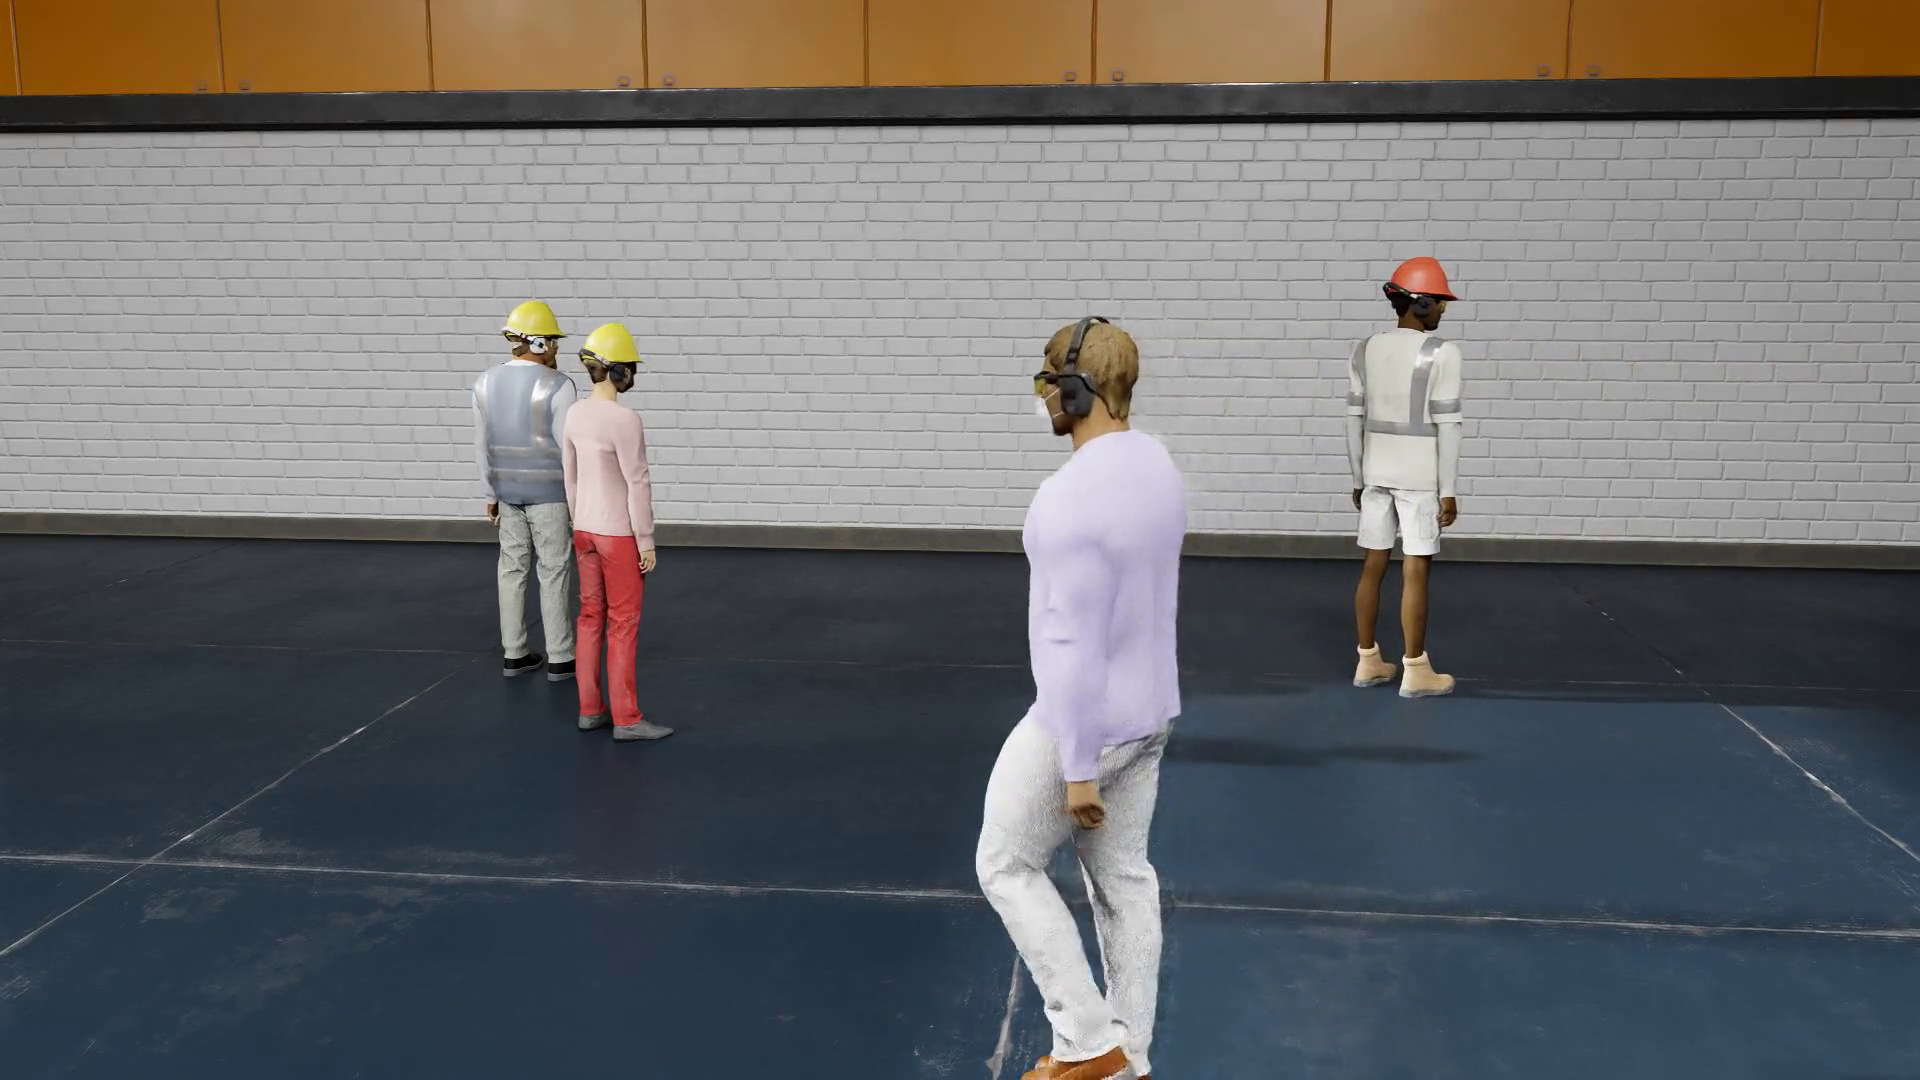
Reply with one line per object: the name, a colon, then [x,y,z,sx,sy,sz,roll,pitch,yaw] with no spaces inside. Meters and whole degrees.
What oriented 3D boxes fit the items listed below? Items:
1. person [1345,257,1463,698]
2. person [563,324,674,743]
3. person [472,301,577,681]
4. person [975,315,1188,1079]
person: [2.086,-0.292,7.787,0.395,2.040,0.609,-8,12,-37]
person: [-1.459,-0.026,7.052,0.533,1.766,0.316,10,14,43]
person: [-2.051,-0.234,8.057,0.597,1.827,0.403,4,11,24]
person: [0.299,0.435,3.967,0.452,1.922,0.636,7,12,34]
